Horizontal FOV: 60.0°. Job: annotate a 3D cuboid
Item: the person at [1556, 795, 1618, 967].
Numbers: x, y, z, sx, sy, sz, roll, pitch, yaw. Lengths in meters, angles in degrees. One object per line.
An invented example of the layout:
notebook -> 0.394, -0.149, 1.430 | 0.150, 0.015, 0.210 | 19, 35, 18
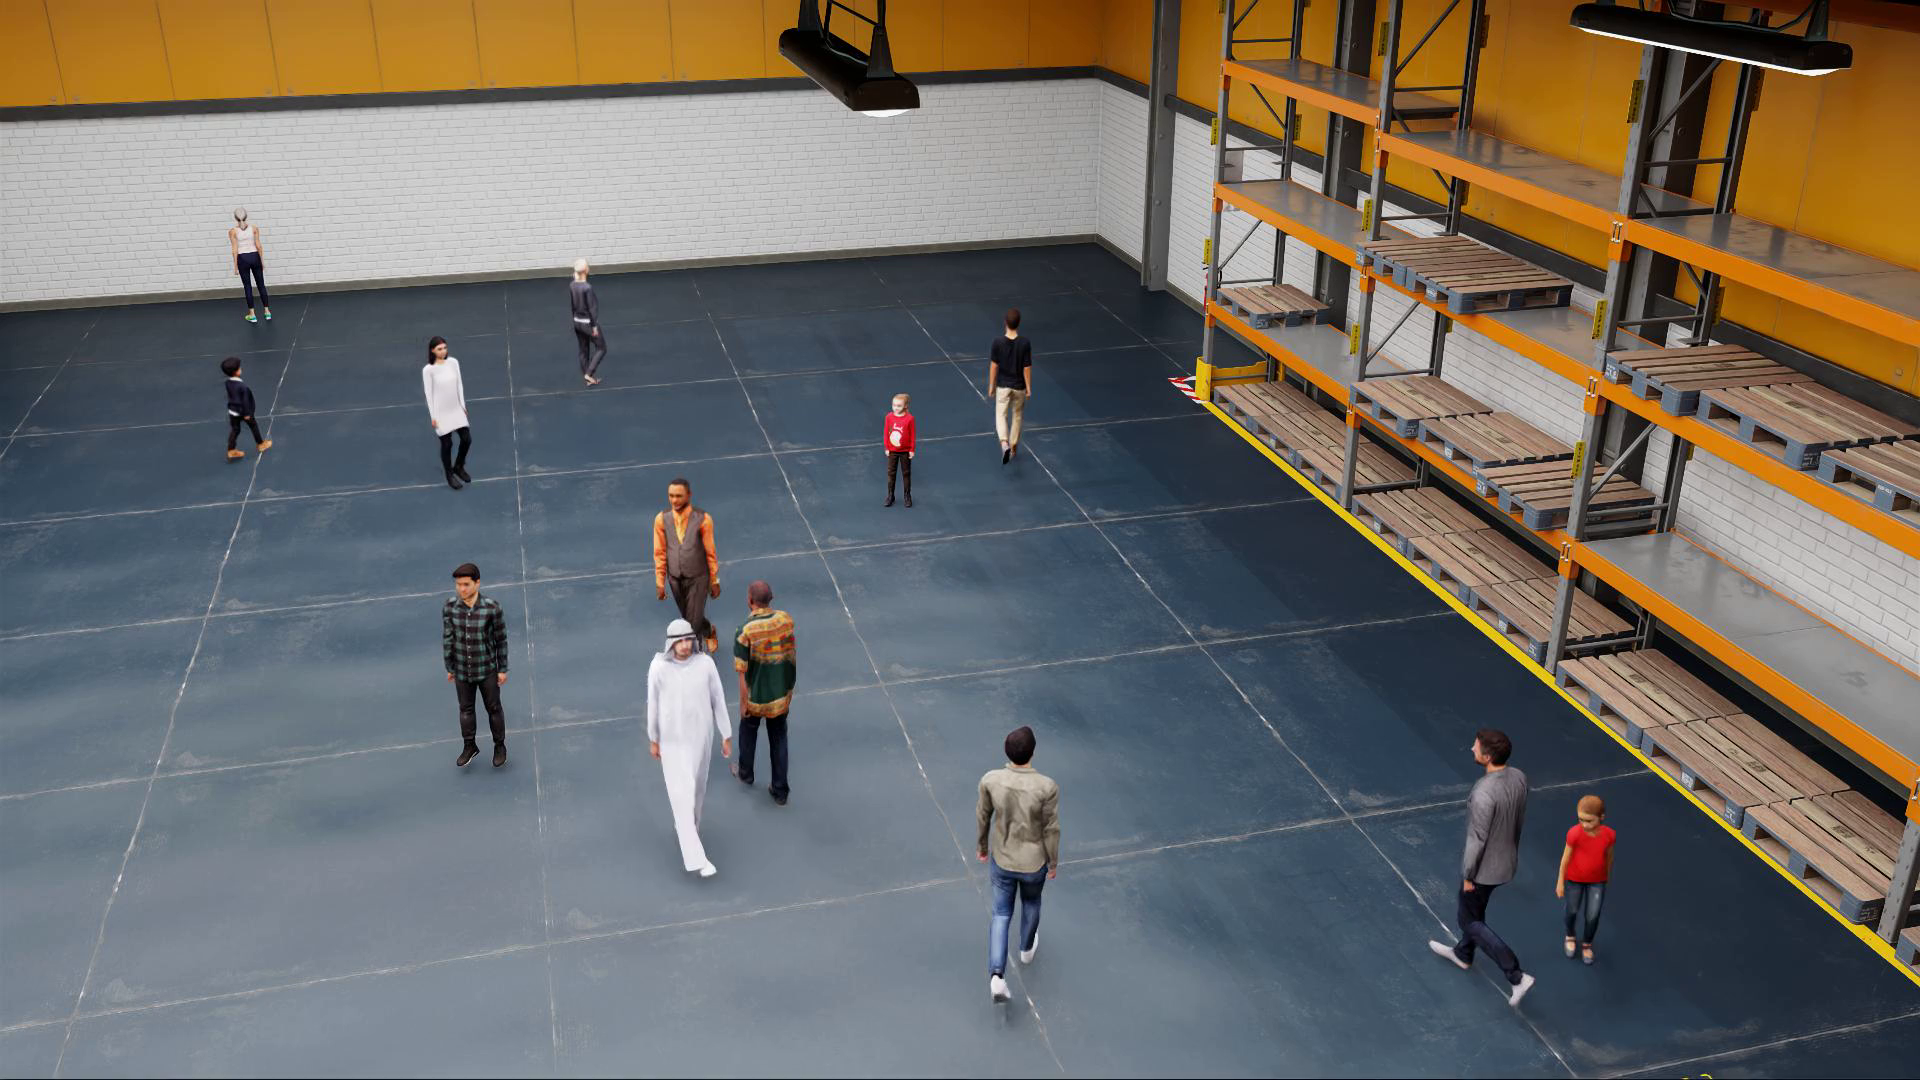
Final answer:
person -> 4.128, 2.200, 10.956 | 0.608, 1.285, 0.669 | 1, 24, 3

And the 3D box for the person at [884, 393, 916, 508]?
person -> -0.660, -1.004, 18.291 | 0.560, 1.281, 0.578 | 2, 24, 5

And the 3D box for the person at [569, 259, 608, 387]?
person -> -4.985, -2.844, 21.953 | 0.745, 1.718, 0.812 | 15, 28, 31

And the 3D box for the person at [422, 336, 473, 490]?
person -> -5.791, -1.444, 18.657 | 0.765, 1.794, 0.746 | 21, 31, 40

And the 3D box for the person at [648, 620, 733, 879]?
person -> -1.997, 1.408, 12.016 | 0.888, 1.888, 1.280 | -11, 26, -24

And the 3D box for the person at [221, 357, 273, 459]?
person -> -8.536, -1.531, 19.599 | 0.807, 1.197, 0.891 | 12, 26, 25

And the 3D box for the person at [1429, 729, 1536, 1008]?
person -> 3.406, 2.091, 10.510 | 1.032, 1.841, 1.205 | -19, 30, -37

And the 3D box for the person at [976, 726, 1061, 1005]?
person -> 0.344, 2.075, 10.548 | 1.036, 1.841, 1.252 | 5, 24, 11

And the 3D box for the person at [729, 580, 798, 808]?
person -> -1.423, 1.202, 12.623 | 0.817, 1.779, 0.997 | -14, 27, -29

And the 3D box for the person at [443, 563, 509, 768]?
person -> -3.812, 0.966, 13.057 | 0.723, 1.715, 0.627 | 0, 24, 1

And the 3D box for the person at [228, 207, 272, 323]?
person -> -10.654, -4.139, 24.936 | 0.678, 1.702, 0.665 | -18, 29, -35

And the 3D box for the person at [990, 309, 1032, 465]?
person -> 0.594, -1.744, 19.288 | 0.785, 1.838, 1.047 | 0, 24, -1

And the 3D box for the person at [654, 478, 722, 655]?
person -> -2.331, 0.314, 14.548 | 1.095, 1.863, 1.359 | 4, 24, 8
